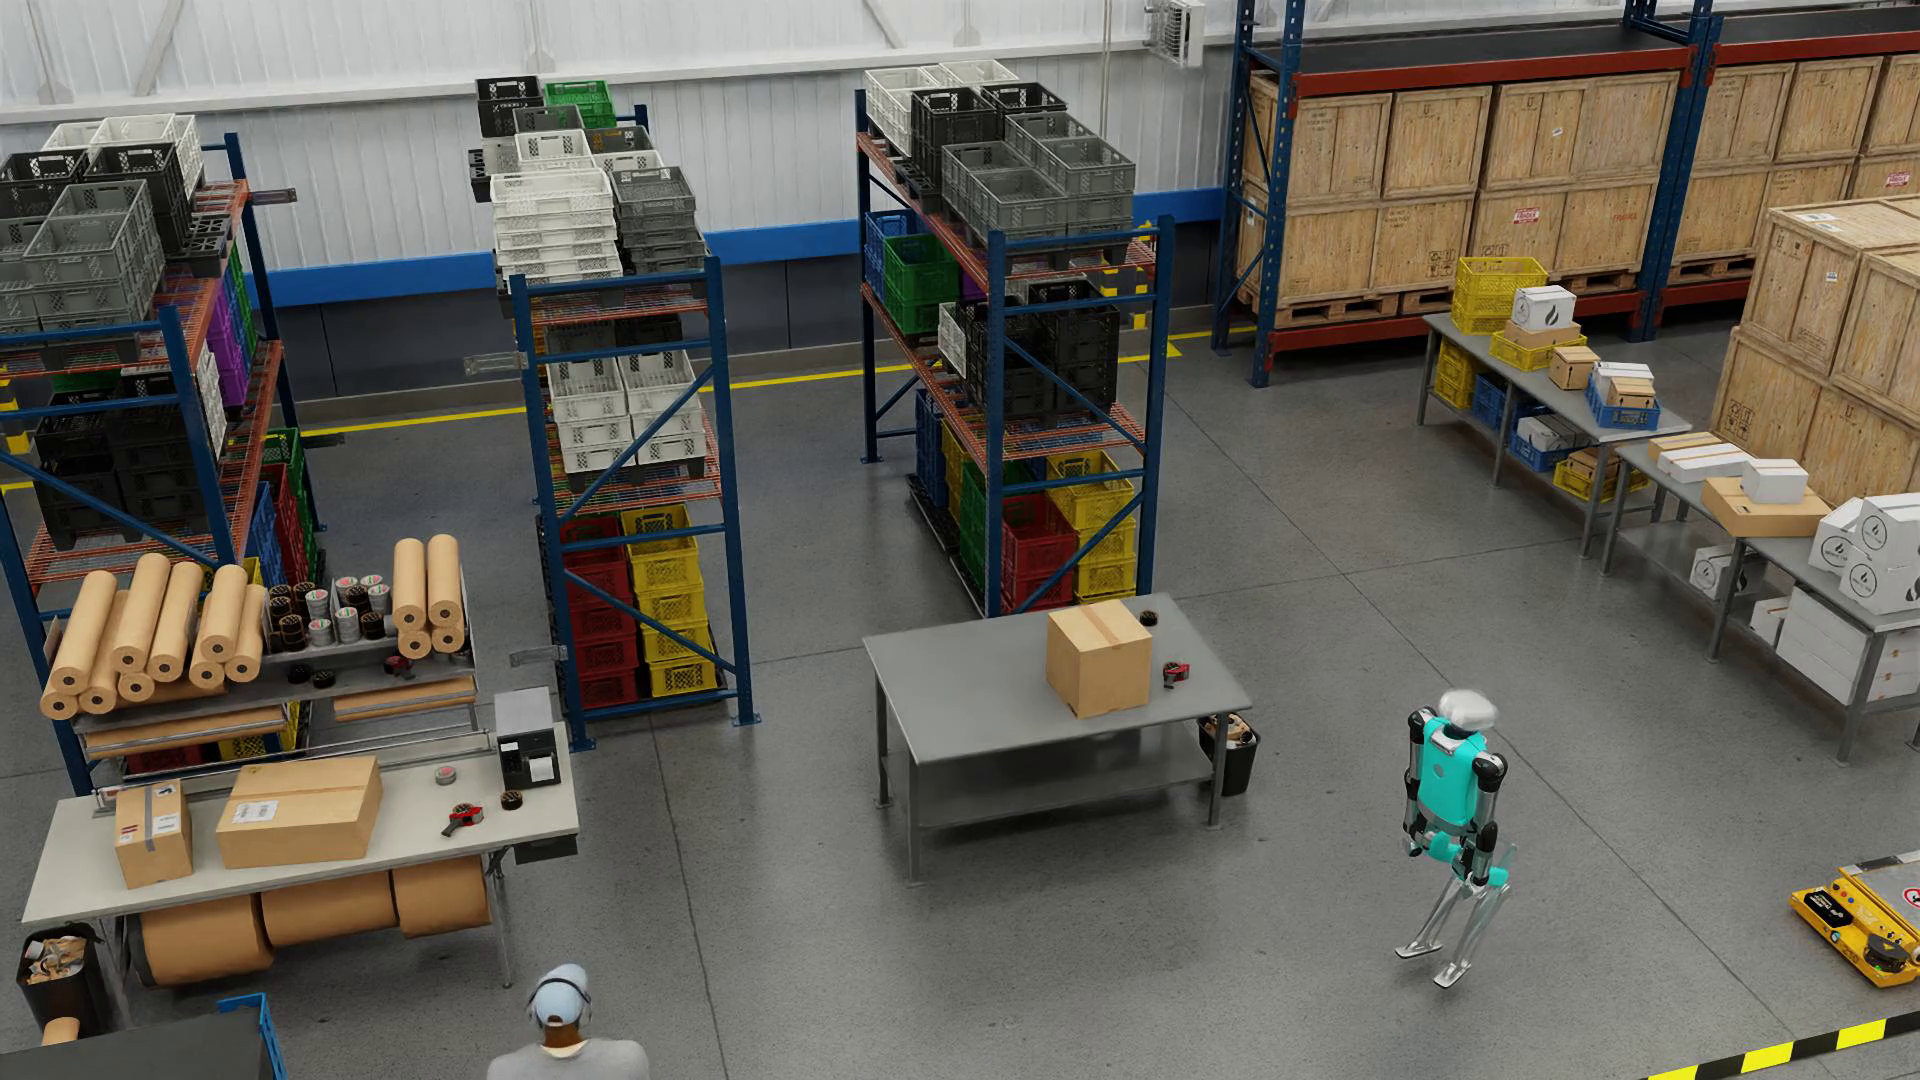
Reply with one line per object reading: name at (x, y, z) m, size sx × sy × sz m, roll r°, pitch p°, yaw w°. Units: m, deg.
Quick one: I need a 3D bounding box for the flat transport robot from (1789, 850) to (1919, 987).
flat transport robot at (5.163, 1.916, 8.676) m, size 1.431 × 0.231 × 0.659 m, roll -8°, pitch 30°, yaw -14°

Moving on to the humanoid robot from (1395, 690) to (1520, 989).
humanoid robot at (2.469, 1.384, 7.980) m, size 0.735 × 1.677 × 0.533 m, roll -17°, pitch 33°, yaw -27°

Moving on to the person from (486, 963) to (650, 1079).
person at (-1.415, 2.333, 6.272) m, size 0.596 × 1.850 × 0.395 m, roll -5°, pitch 29°, yaw -9°
